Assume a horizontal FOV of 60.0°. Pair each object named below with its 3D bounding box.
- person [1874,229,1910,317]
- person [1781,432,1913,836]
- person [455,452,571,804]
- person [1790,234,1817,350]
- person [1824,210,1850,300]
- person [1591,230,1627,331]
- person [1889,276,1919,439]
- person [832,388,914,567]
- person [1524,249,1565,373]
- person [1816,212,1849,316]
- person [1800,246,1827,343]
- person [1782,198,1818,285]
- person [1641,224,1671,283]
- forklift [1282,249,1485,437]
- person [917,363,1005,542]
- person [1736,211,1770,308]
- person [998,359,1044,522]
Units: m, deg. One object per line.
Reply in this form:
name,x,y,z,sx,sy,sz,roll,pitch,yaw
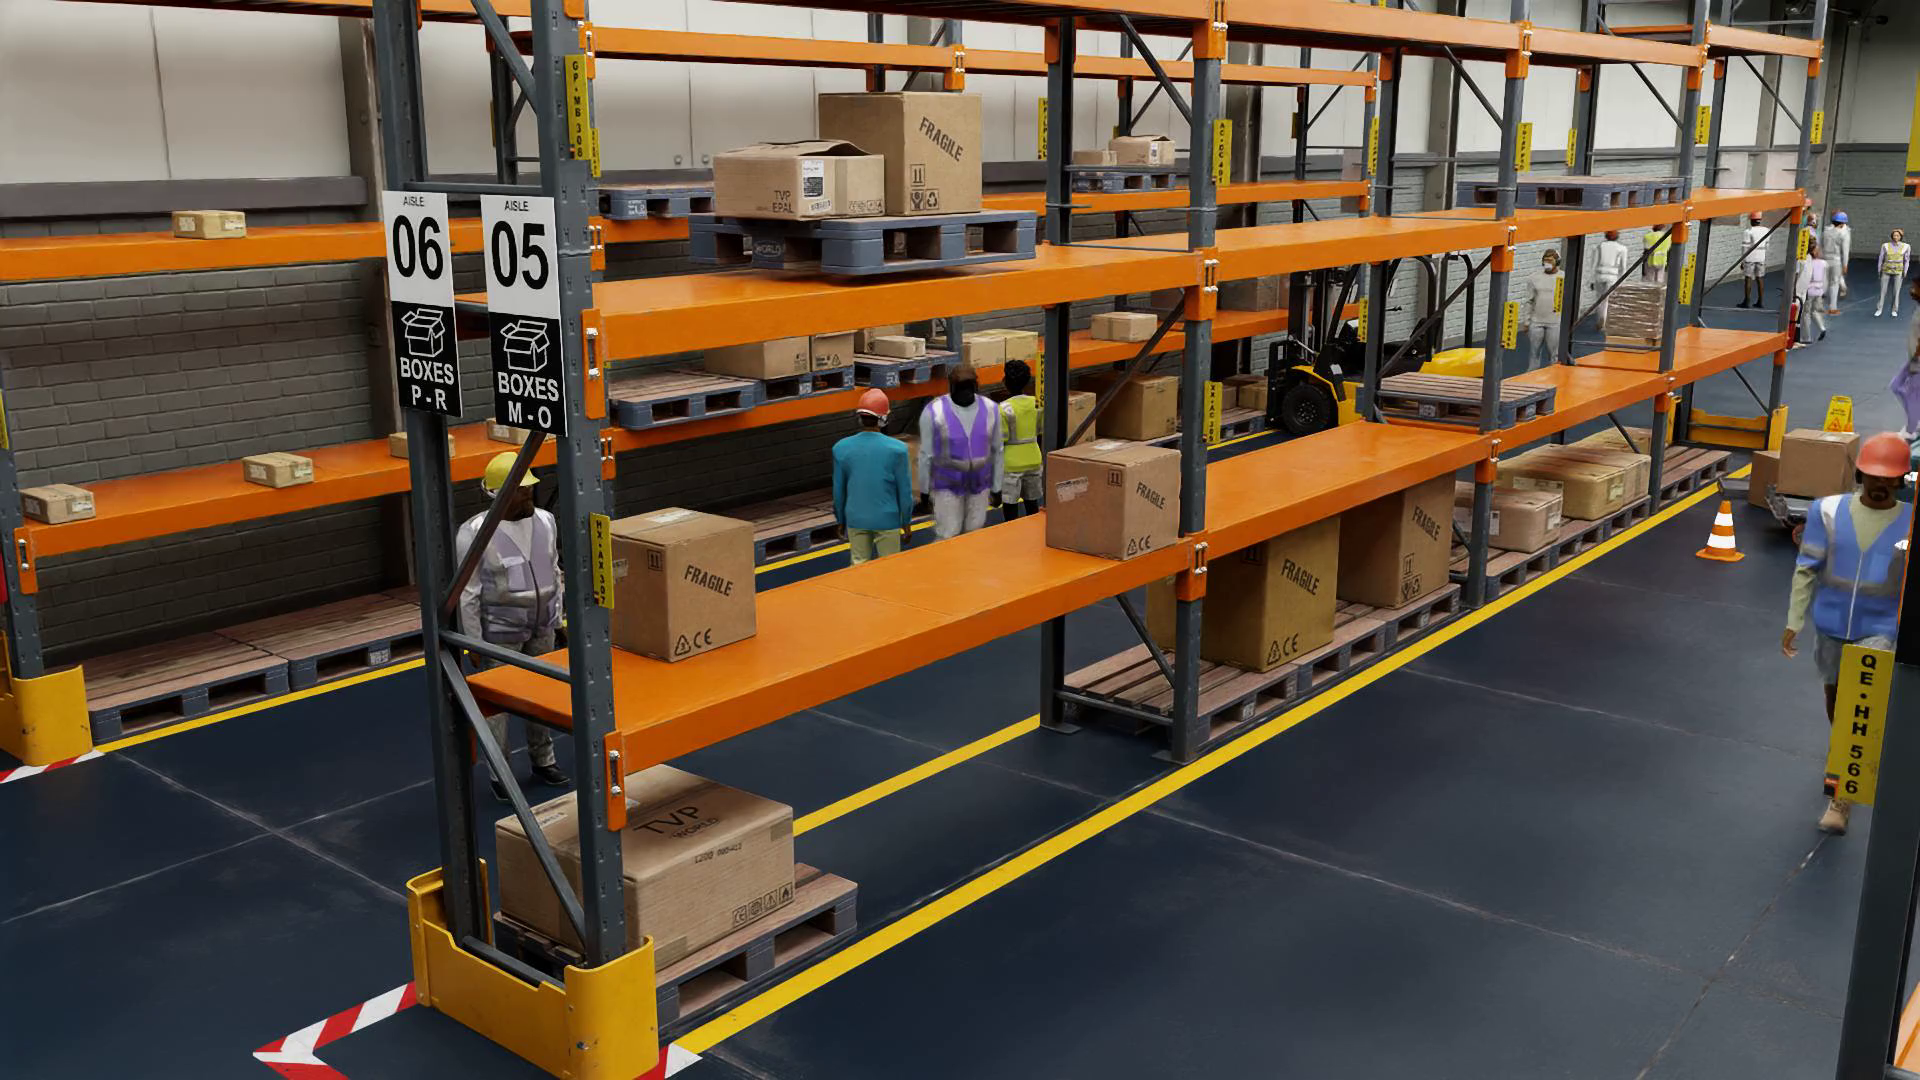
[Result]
person,17.625,-5.046,31.443,0.517,1.641,0.308,8,16,29
person,4.600,0.412,8.503,0.612,1.997,1.058,11,18,39
person,-2.304,0.446,8.671,0.404,1.835,0.600,12,18,41
person,13.472,-3.976,26.693,0.503,1.837,0.350,-12,18,-40
person,18.069,-5.882,34.366,0.595,1.864,0.696,-2,14,-10
person,11.260,-4.533,28.940,0.584,1.854,0.717,7,16,27
person,10.760,-2.051,18.791,0.386,1.859,0.548,6,15,22
person,-0.577,-0.154,11.284,0.561,1.753,0.330,4,14,15
person,7.730,-2.853,21.894,0.630,1.938,0.369,10,17,35
person,16.605,-5.246,31.624,0.409,1.943,0.614,-6,15,-23
person,14.030,-4.037,27.358,0.544,1.616,0.414,-4,14,-15
person,18.568,-6.552,36.838,0.936,1.999,0.642,-7,15,-25
person,13.342,-5.280,32.018,0.583,1.823,0.706,0,14,1
forklift,4.886,-2.214,18.767,2.313,2.155,1.214,11,18,38
person,0.013,-0.395,12.150,0.627,1.823,0.434,-4,14,-18
person,15.739,-5.569,33.007,0.556,1.923,0.435,-2,14,-7
person,0.451,-0.578,13.131,0.529,1.697,0.321,-12,18,-39
